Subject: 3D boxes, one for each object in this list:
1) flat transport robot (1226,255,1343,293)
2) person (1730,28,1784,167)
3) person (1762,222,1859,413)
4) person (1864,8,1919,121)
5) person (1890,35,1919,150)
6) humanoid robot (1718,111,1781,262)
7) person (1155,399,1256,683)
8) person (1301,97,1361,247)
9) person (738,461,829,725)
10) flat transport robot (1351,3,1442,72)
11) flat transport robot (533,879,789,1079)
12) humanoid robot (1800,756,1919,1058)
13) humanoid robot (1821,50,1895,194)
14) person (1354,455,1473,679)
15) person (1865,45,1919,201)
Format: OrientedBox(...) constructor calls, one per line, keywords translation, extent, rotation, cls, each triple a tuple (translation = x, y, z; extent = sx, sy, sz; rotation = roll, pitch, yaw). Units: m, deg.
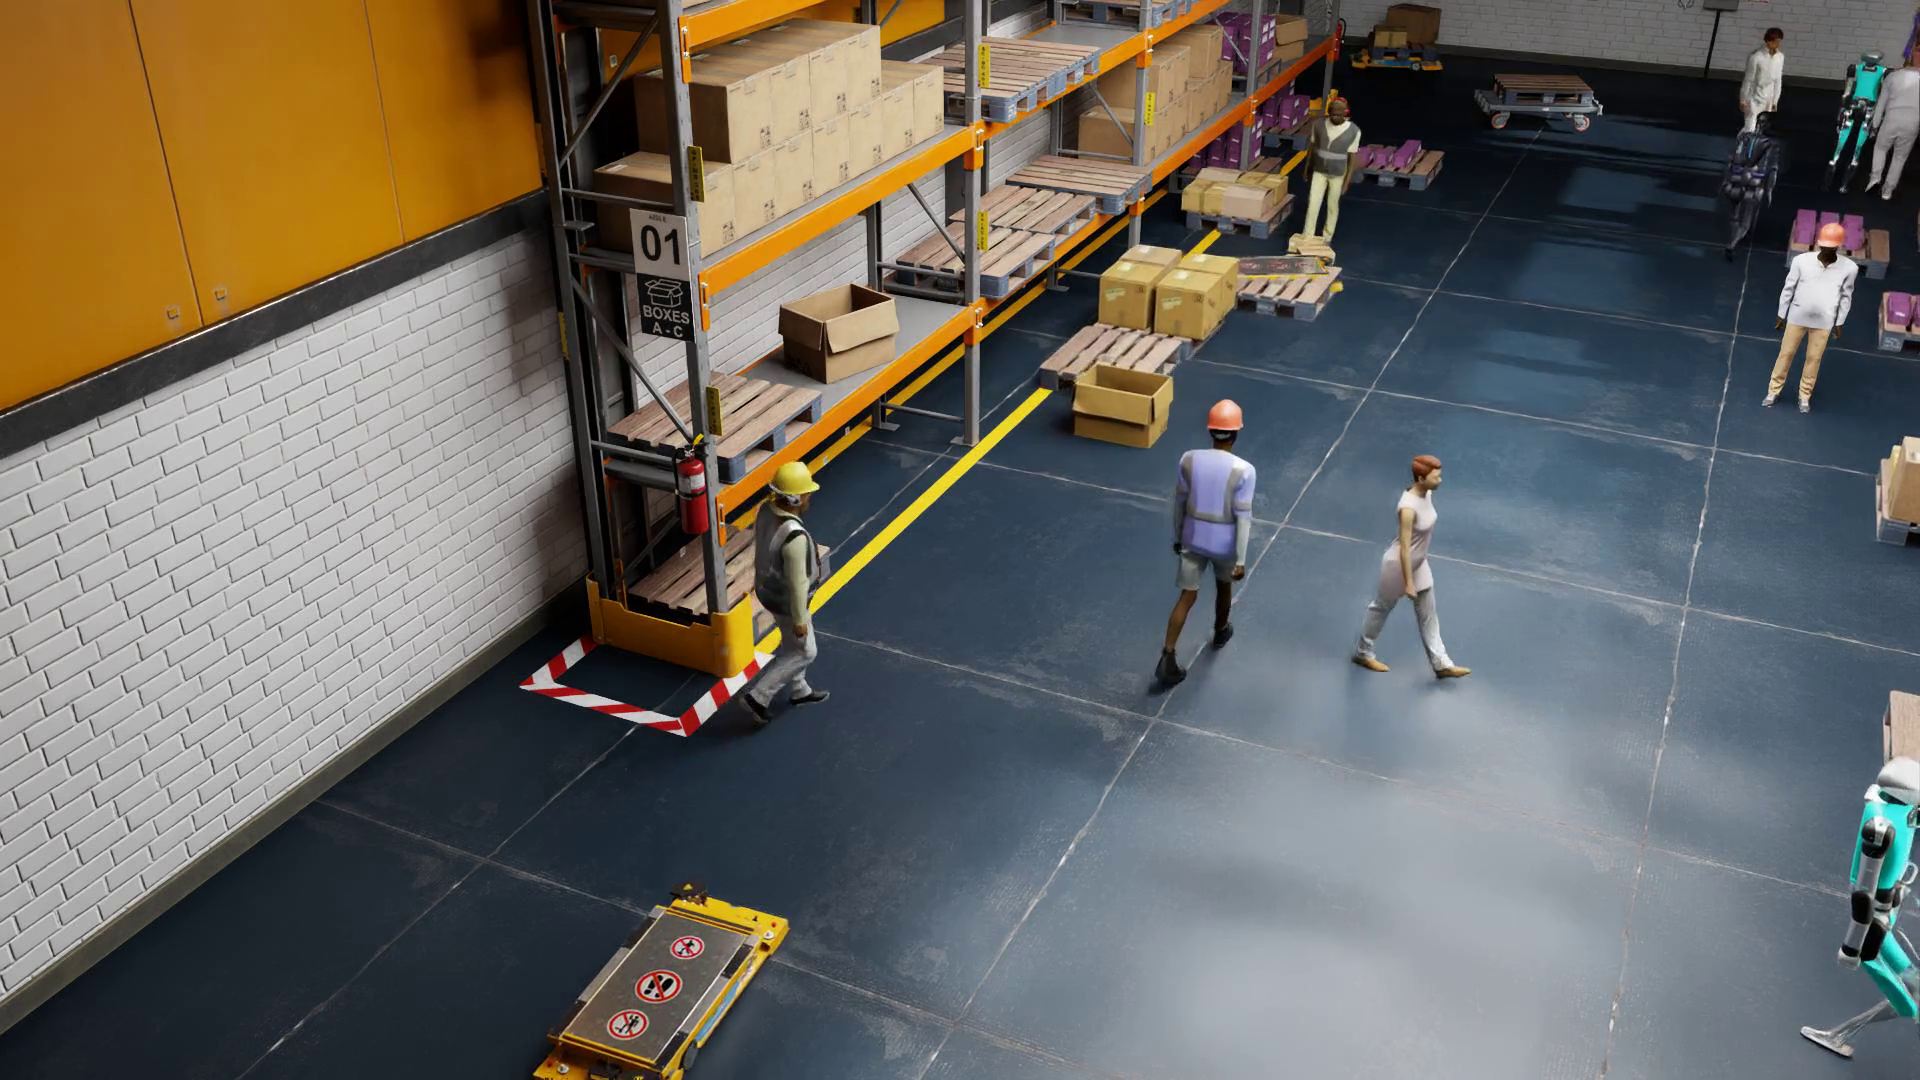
OrientedBox(translation=(3.378, -2.877, 18.064), extent=(1.431, 0.231, 0.659), rotation=(-1, 28, -1), cls="flat transport robot")
OrientedBox(translation=(10.494, -5.781, 21.813), extent=(0.541, 1.818, 0.423), rotation=(-6, 29, -10), cls="person")
OrientedBox(translation=(7.601, -1.986, 14.846), extent=(0.572, 1.748, 0.342), rotation=(13, 31, 23), cls="person")
OrientedBox(translation=(13.734, -6.927, 23.875), extent=(0.989, 1.892, 0.538), rotation=(18, 33, 30), cls="person")
OrientedBox(translation=(13.057, -6.133, 22.439), extent=(0.568, 1.853, 0.719), rotation=(-17, 33, -29), cls="person")
OrientedBox(translation=(8.787, -3.981, 18.647), extent=(0.605, 1.640, 0.654), rotation=(25, 37, 38), cls="humanoid robot")
OrientedBox(translation=(1.635, 0.024, 10.999), extent=(0.566, 1.878, 0.965), rotation=(15, 32, 25), cls="person")
OrientedBox(translation=(4.106, -4.065, 18.651), extent=(0.617, 1.802, 0.798), rotation=(13, 31, 22), cls="person")
OrientedBox(translation=(-1.131, 0.352, 10.458), extent=(0.572, 1.809, 0.598), rotation=(-13, 31, -22), cls="person")
OrientedBox(translation=(7.190, -7.925, 27.423), extent=(1.431, 0.231, 0.659), rotation=(5, 29, 9), cls="flat transport robot")
OrientedBox(translation=(-1.490, 2.298, 8.467), extent=(0.659, 0.231, 1.431), rotation=(11, 30, 19), cls="flat transport robot")
OrientedBox(translation=(4.492, 1.904, 7.704), extent=(0.875, 1.818, 0.559), rotation=(21, 35, 34), cls="humanoid robot")
OrientedBox(translation=(11.151, -5.144, 20.758), extent=(0.547, 1.831, 0.664), rotation=(22, 35, 35), cls="humanoid robot")
OrientedBox(translation=(3.033, 0.216, 10.887), extent=(0.821, 1.617, 0.478), rotation=(19, 34, 31), cls="person")
OrientedBox(translation=(11.634, -5.138, 20.555), extent=(0.657, 1.889, 0.449), rotation=(13, 31, 23), cls="person")
